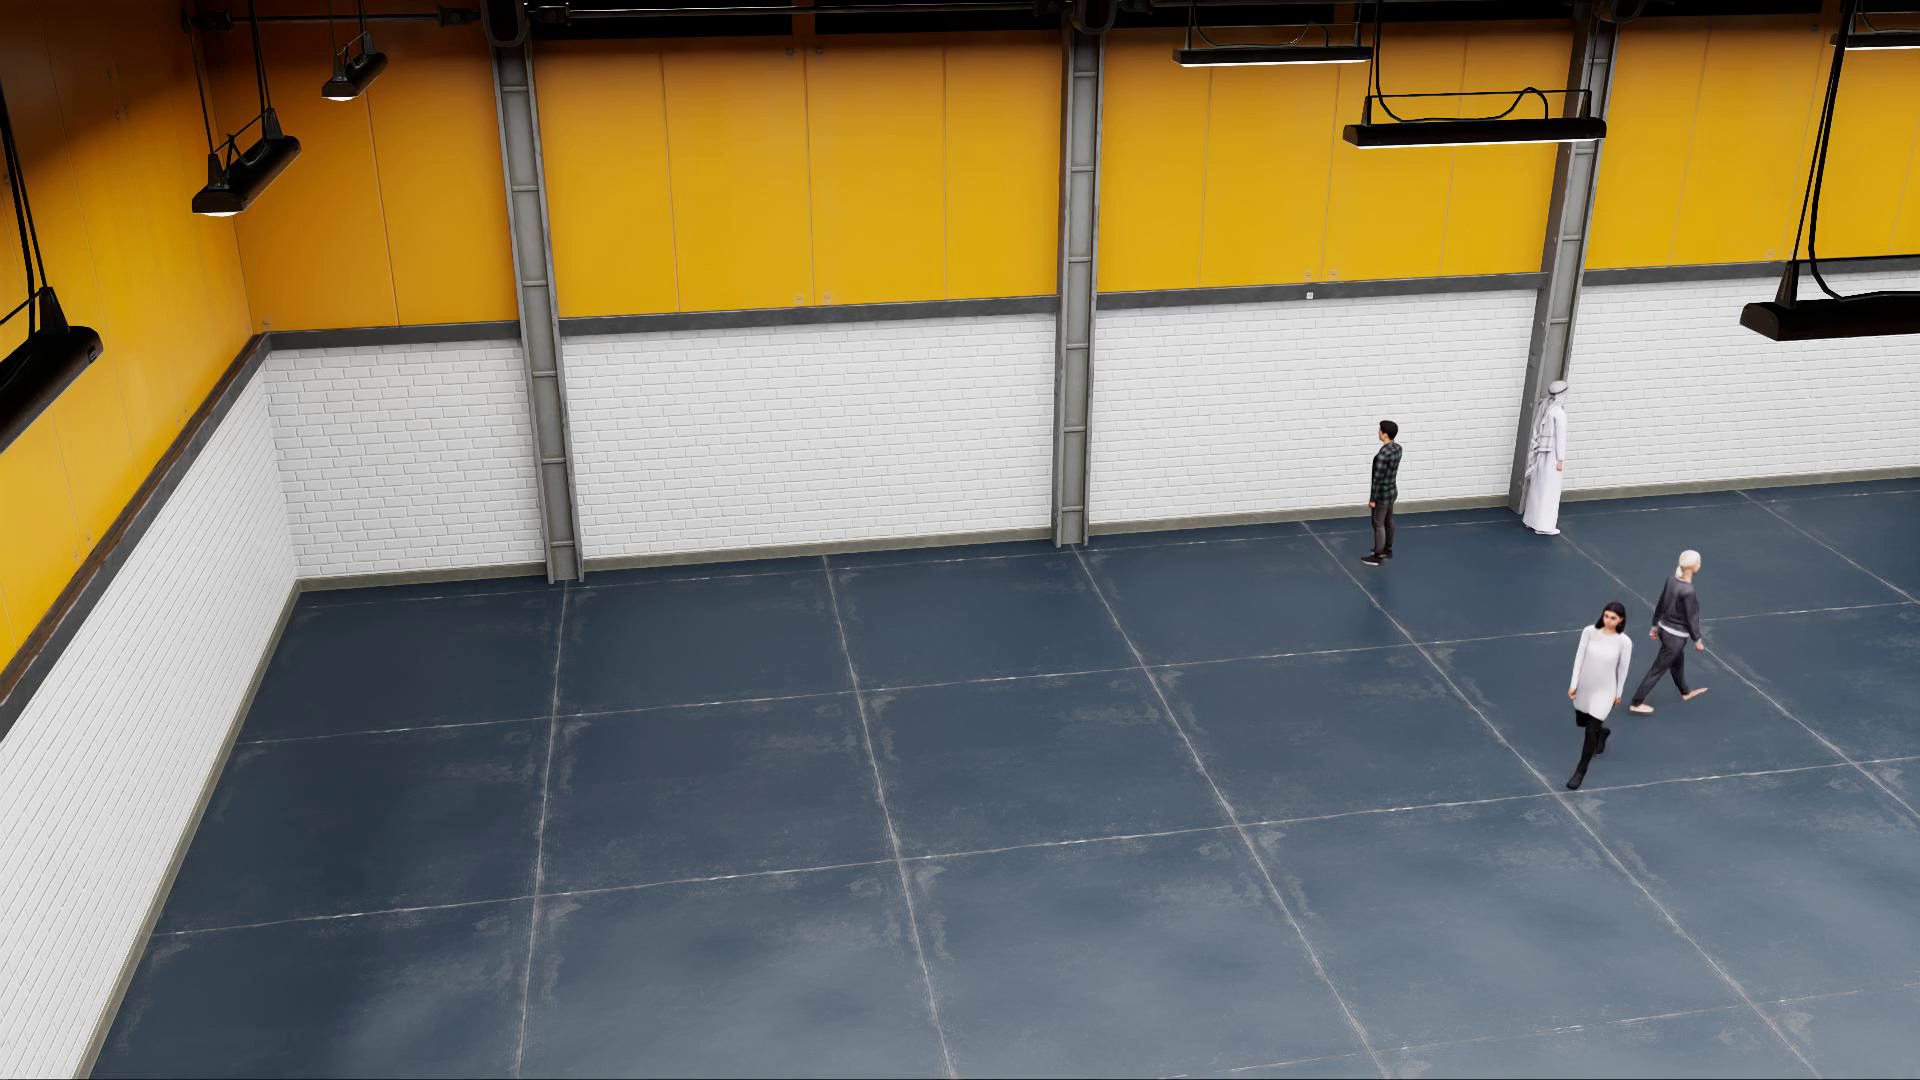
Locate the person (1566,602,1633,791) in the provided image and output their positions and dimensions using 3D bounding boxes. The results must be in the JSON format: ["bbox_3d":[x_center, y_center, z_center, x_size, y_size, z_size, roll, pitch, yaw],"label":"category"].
[{"bbox_3d":[5.776,1.341,15.006,1.005,1.787,1.156,20,31,39],"label":"person"}]

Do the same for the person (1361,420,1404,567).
[{"bbox_3d":[4.857,-0.559,19.017,0.766,1.708,0.717,17,29,34],"label":"person"}]

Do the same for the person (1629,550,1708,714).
[{"bbox_3d":[6.824,0.920,16.098,1.090,1.684,0.695,-1,24,-3],"label":"person"}]

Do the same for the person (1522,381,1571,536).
[{"bbox_3d":[7.160,-1.021,20.235,0.646,1.927,0.687,-6,24,-13],"label":"person"}]
